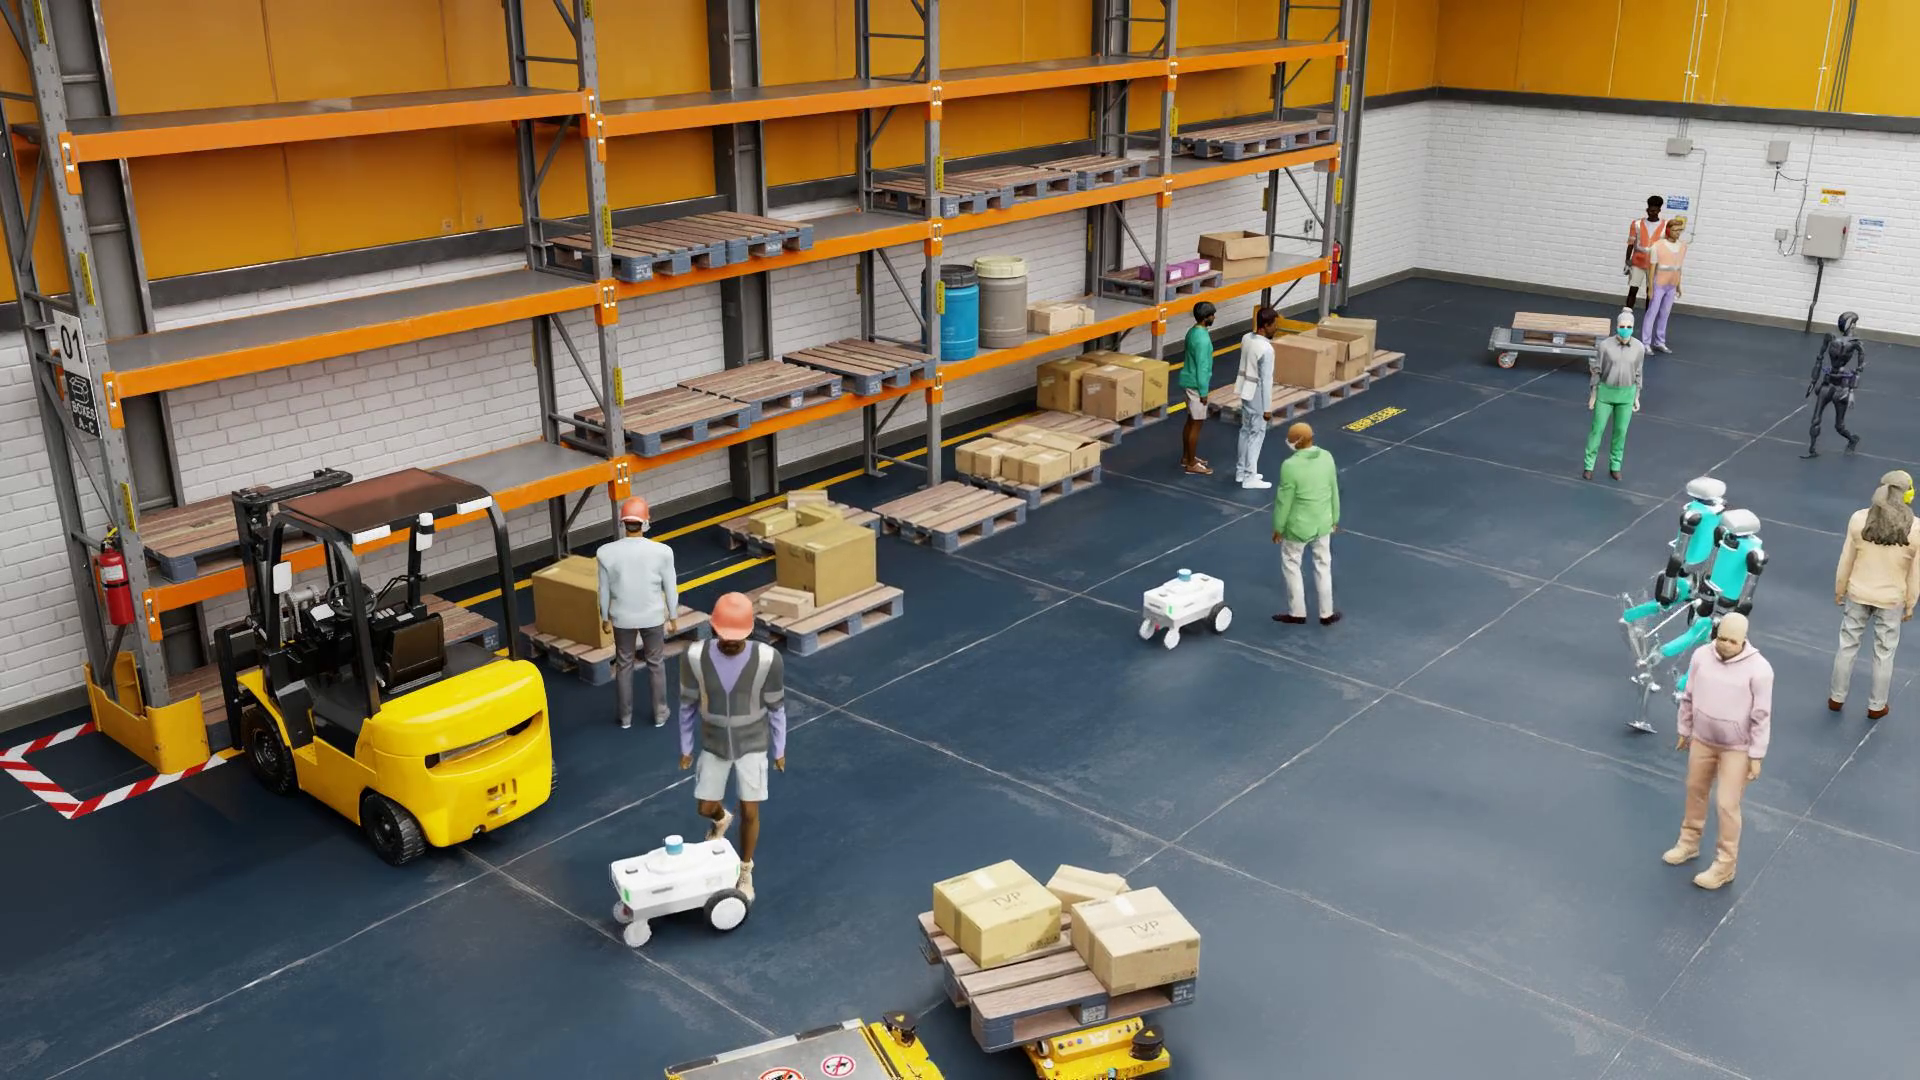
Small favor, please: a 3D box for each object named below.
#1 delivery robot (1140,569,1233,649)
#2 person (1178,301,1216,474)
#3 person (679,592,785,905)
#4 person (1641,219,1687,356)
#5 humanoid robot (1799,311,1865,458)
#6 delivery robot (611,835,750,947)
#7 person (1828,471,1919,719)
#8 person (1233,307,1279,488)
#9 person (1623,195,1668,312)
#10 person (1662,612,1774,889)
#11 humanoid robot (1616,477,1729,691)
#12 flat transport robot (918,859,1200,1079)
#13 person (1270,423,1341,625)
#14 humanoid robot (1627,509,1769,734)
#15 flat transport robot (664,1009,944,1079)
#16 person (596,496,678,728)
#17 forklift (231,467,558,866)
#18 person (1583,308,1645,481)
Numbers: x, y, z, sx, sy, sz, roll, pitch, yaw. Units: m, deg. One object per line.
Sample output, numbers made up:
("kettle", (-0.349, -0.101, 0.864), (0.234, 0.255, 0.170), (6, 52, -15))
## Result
("delivery robot", (1.846, 0.527, 13.693), (0.773, 0.582, 0.499), (-17, 26, -39))
("person", (2.512, -1.624, 17.688), (0.398, 1.843, 0.499), (-1, 20, -4))
("person", (-1.336, 1.173, 9.876), (0.645, 2.011, 0.738), (0, 20, 1))
("person", (9.561, -3.441, 22.598), (0.563, 1.846, 0.391), (-8, 22, -20))
("humanoid robot", (9.608, -1.696, 18.140), (0.688, 1.637, 0.602), (-9, 22, -23))
("delivery robot", (-1.632, 2.013, 9.708), (0.814, 0.612, 0.499), (-9, 22, -23))
("person", (6.681, 0.405, 12.139), (0.553, 1.875, 0.397), (15, 25, 34))
("person", (3.055, -1.461, 17.153), (0.417, 1.906, 0.596), (-5, 21, -14))
("person", (9.841, -3.957, 23.827), (0.608, 1.962, 0.366), (9, 22, 24))
("person", (4.606, 1.236, 10.062), (0.473, 1.766, 0.560), (-15, 25, -36))
("humanoid robot", (5.286, 0.326, 12.565), (0.543, 1.771, 0.750), (-17, 26, -38))
("flat transport robot", (0.506, 2.430, 8.967), (0.659, 0.231, 1.431), (-8, 22, -20))
("person", (2.908, -0.130, 13.772), (0.701, 1.756, 0.389), (-9, 22, -23))
("humanoid robot", (5.112, 0.646, 11.710), (0.876, 1.787, 0.569), (-2, 20, -5))
("flat transport robot", (-0.801, 2.727, 8.162), (1.431, 0.231, 0.659), (-9, 22, -22))
("person", (-2.315, 0.524, 12.004), (0.572, 1.740, 0.345), (-3, 20, -8))
("forklift", (-3.730, 0.710, 10.856), (2.313, 2.155, 1.214), (17, 26, 38))
("person", (6.860, -1.525, 17.414), (0.524, 1.839, 0.325), (3, 20, 8))
